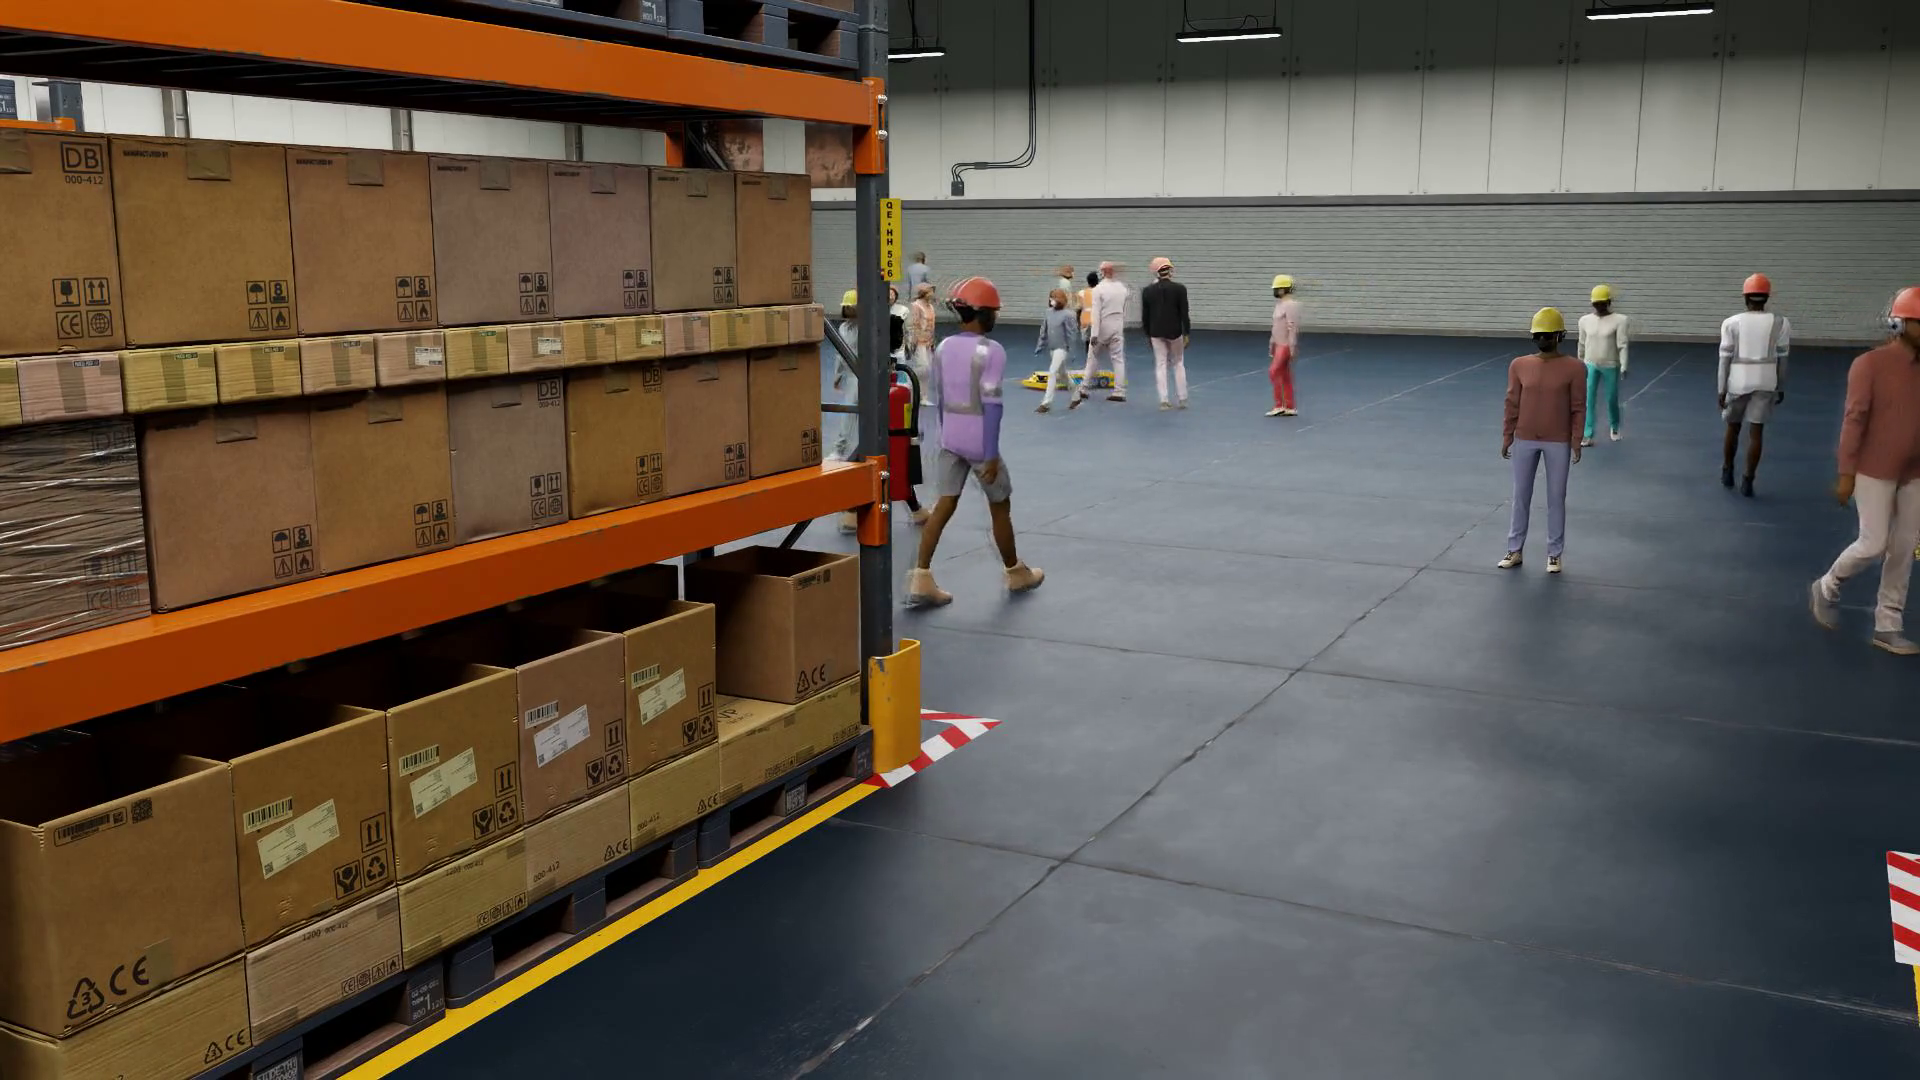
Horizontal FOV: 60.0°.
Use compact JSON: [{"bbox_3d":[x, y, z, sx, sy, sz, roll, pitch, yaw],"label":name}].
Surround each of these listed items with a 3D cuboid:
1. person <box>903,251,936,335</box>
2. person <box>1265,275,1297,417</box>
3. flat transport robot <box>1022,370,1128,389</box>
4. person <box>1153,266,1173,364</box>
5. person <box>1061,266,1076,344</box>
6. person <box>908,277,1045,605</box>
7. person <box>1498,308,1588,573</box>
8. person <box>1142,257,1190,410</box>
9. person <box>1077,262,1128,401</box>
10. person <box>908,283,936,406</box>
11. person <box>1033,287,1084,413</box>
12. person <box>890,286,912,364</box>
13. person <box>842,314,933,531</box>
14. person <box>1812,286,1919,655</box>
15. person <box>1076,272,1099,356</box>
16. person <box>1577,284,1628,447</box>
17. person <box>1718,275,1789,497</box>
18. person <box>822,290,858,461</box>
[{"bbox_3d":[-0.920,-5.263,35.846,0.933,1.908,0.631,-9,14,-41],"label":"person"},{"bbox_3d":[3.927,-2.393,20.562,0.566,1.745,0.560,-1,10,-6],"label":"person"},{"bbox_3d":[1.698,-2.384,24.572,1.431,0.197,0.652,-4,11,-21],"label":"flat transport robot"},{"bbox_3d":[3.567,-4.018,29.210,0.403,1.837,0.591,1,10,5],"label":"person"},{"bbox_3d":[2.219,-4.789,34.020,0.563,1.611,0.524,-1,10,-4],"label":"person"},{"bbox_3d":[0.075,-0.600,10.160,1.075,1.991,0.622,-9,14,-42],"label":"person"},{"bbox_3d":[3.884,-0.661,11.101,0.533,1.767,0.322,6,12,31],"label":"person"},{"bbox_3d":[2.654,-2.659,21.477,0.652,1.954,0.644,3,11,16],"label":"person"},{"bbox_3d":[1.918,-2.838,22.678,0.674,1.864,0.931,-8,13,-36],"label":"person"},{"bbox_3d":[-0.503,-2.562,21.830,0.396,1.620,0.532,5,11,24],"label":"person"},{"bbox_3d":[1.285,-2.425,21.190,0.868,1.590,0.503,-7,13,-35],"label":"person"},{"bbox_3d":[-0.860,-2.337,20.636,0.542,1.603,0.791,-1,10,-4],"label":"person"},{"bbox_3d":[-0.536,-0.882,12.614,0.869,1.653,0.535,-4,11,-20],"label":"person"},{"bbox_3d":[5.009,-0.384,9.007,0.634,1.978,0.555,-2,11,-13],"label":"person"},{"bbox_3d":[2.161,-3.531,27.068,0.546,1.651,0.883,4,11,21],"label":"person"},{"bbox_3d":[6.911,-1.884,17.857,0.543,1.730,0.825,7,13,35],"label":"person"},{"bbox_3d":[6.931,-1.361,14.575,0.550,1.895,0.949,5,11,25],"label":"person"},{"bbox_3d":[-1.022,-1.652,16.688,0.918,1.700,0.491,-9,13,-39],"label":"person"}]
